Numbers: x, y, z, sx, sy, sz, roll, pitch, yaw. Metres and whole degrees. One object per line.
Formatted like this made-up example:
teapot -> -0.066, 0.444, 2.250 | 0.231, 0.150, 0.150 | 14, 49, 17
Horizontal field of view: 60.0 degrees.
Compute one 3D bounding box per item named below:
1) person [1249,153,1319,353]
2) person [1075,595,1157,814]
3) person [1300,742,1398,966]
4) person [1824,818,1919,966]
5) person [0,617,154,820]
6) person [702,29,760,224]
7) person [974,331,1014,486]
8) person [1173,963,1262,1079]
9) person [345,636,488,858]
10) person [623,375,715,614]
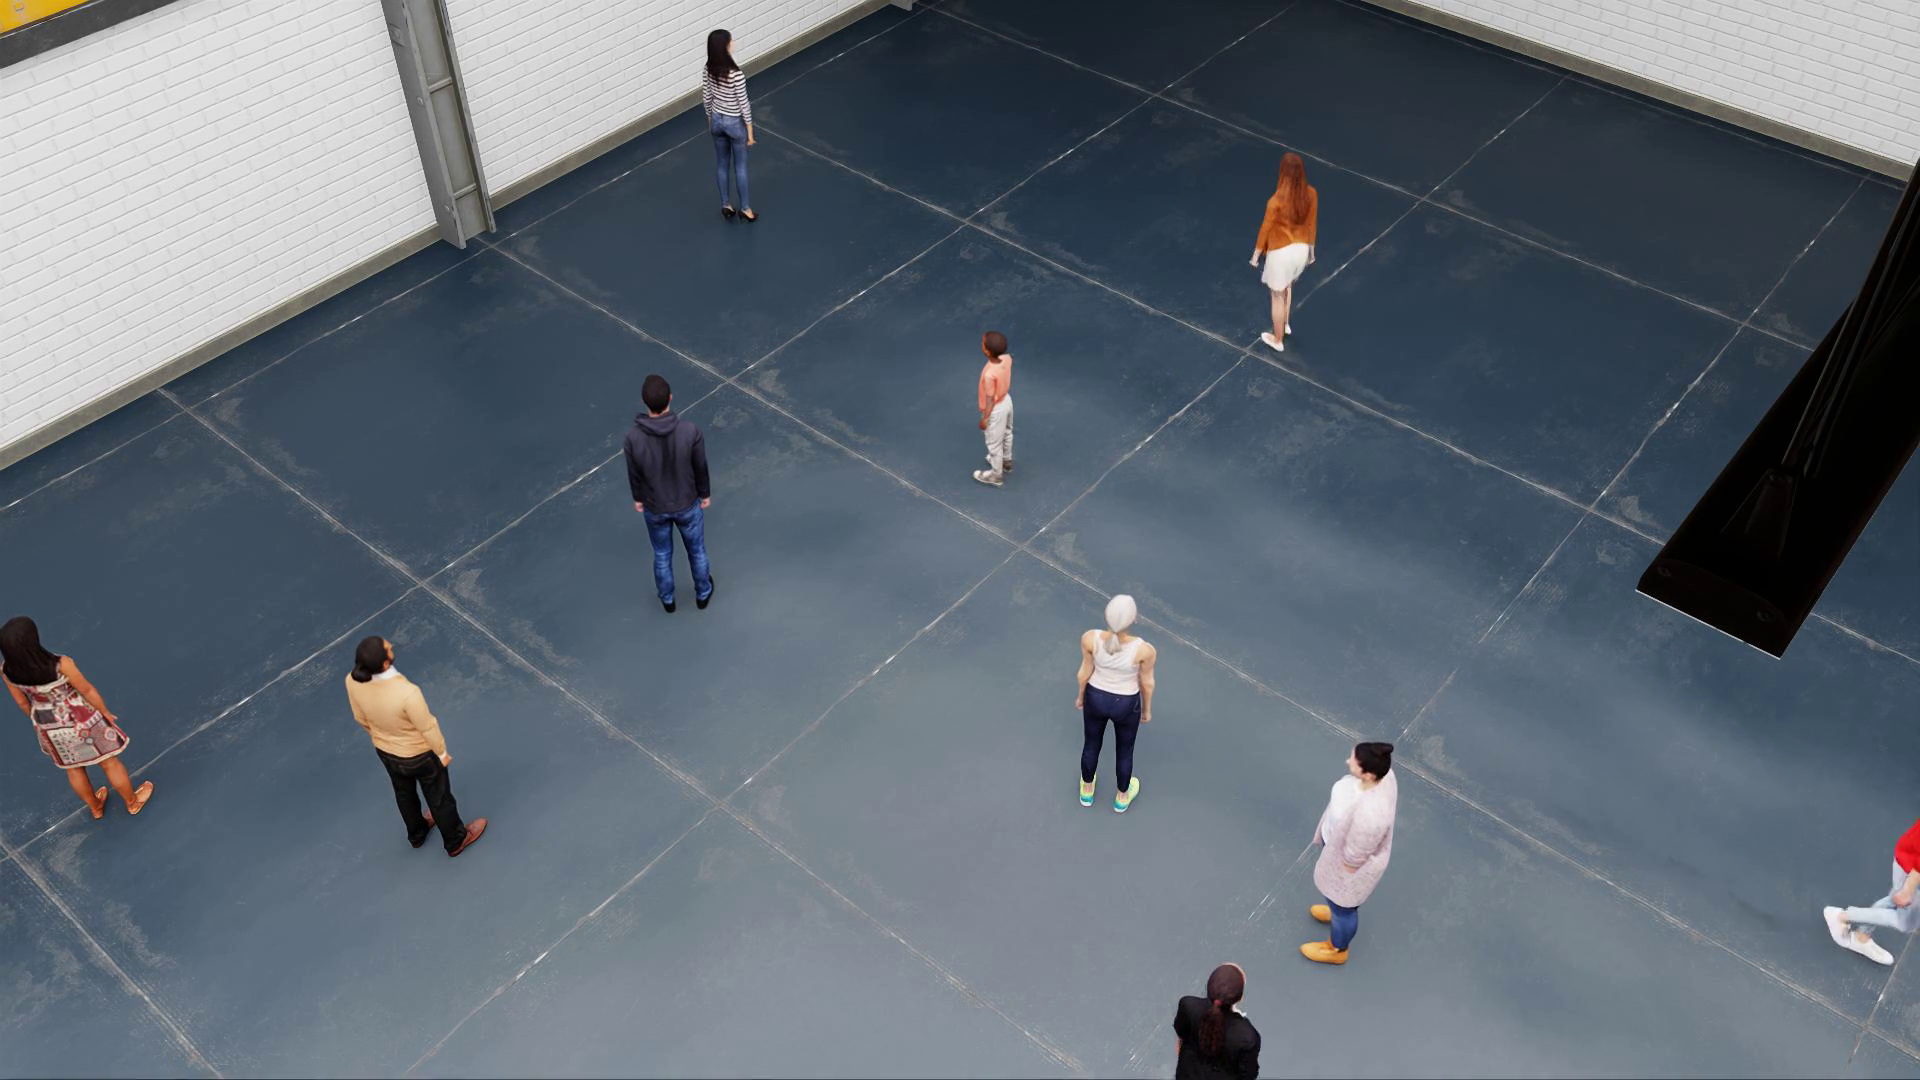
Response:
person -> 2.613, -2.203, 13.078 | 0.696, 1.704, 0.797 | -18, 46, -18
person -> 0.892, 0.967, 9.752 | 0.681, 1.702, 0.663 | 11, 45, 12
person -> 2.148, 1.665, 8.989 | 0.835, 1.743, 0.711 | 12, 45, 12
person -> 5.083, 1.720, 8.966 | 0.693, 1.695, 0.596 | 28, 50, 26
person -> -5.206, 1.049, 9.706 | 0.702, 1.645, 0.774 | -5, 44, -5
person -> -2.003, -3.573, 14.450 | 0.624, 1.794, 0.570 | 20, 47, 19
person -> 0.271, -0.968, 12.068 | 0.584, 1.309, 0.446 | 21, 48, 21
person -> 1.184, 2.635, 8.038 | 0.628, 1.651, 0.657 | 27, 50, 26
person -> -3.150, 1.179, 9.491 | 0.737, 1.754, 0.717 | 13, 45, 14
person -> -1.898, -0.266, 10.912 | 0.722, 1.887, 0.814 | -9, 44, -9
